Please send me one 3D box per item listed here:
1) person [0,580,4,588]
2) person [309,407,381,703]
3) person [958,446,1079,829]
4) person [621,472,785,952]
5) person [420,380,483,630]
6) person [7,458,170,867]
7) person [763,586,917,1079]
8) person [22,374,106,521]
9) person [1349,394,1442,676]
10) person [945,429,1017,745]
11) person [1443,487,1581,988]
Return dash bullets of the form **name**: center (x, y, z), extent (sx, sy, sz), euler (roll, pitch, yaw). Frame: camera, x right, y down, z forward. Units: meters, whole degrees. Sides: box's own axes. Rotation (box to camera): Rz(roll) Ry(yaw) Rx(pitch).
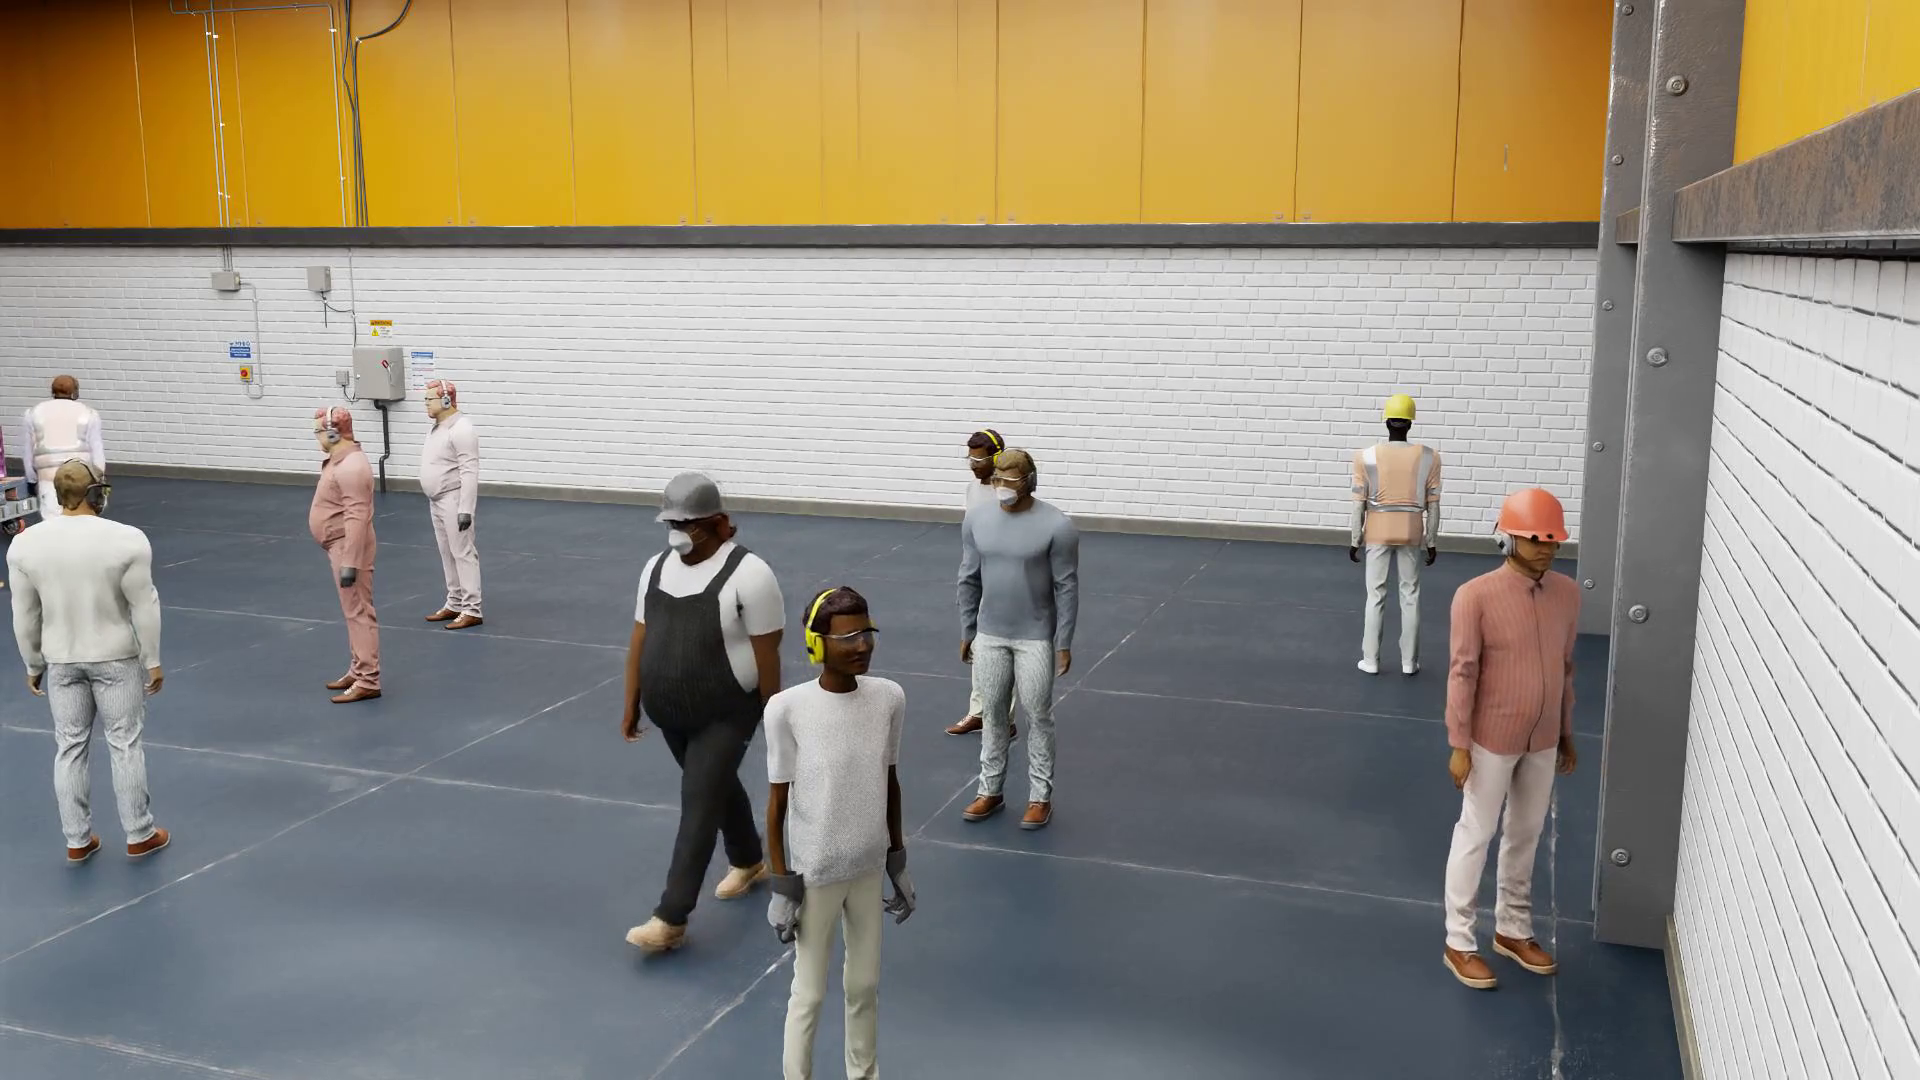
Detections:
- **person**: center (-8.343, -0.527, 13.919), extent (0.386, 1.993, 0.614), euler (-2, 10, -10)
- **person**: center (-3.960, 0.090, 10.708), extent (0.404, 1.903, 0.636), euler (-4, 11, -22)
- **person**: center (0.282, 0.487, 8.365), extent (0.635, 1.936, 0.354), euler (5, 11, 24)
- **person**: center (-1.133, 0.656, 7.126), extent (0.699, 2.000, 1.040), euler (7, 12, 33)
- **person**: center (-3.919, -0.273, 12.736), extent (0.402, 1.906, 0.651), euler (-8, 13, -37)
- **person**: center (-4.094, 0.579, 7.850), extent (0.631, 1.936, 0.362), euler (-1, 10, -8)
- **person**: center (-0.372, 1.066, 5.287), extent (0.514, 1.876, 0.328), euler (-7, 12, -33)
- **person**: center (-7.834, -0.538, 14.565), extent (0.642, 1.801, 0.705), euler (-4, 11, -22)
- **person**: center (2.947, -0.029, 11.302), extent (0.594, 1.926, 0.368), euler (1, 10, 7)
- **person**: center (0.162, 0.275, 9.772), extent (0.328, 1.865, 0.521), euler (-8, 13, -39)
- **person**: center (2.198, 0.774, 6.590), extent (0.622, 1.992, 0.396), euler (-4, 11, -23)
